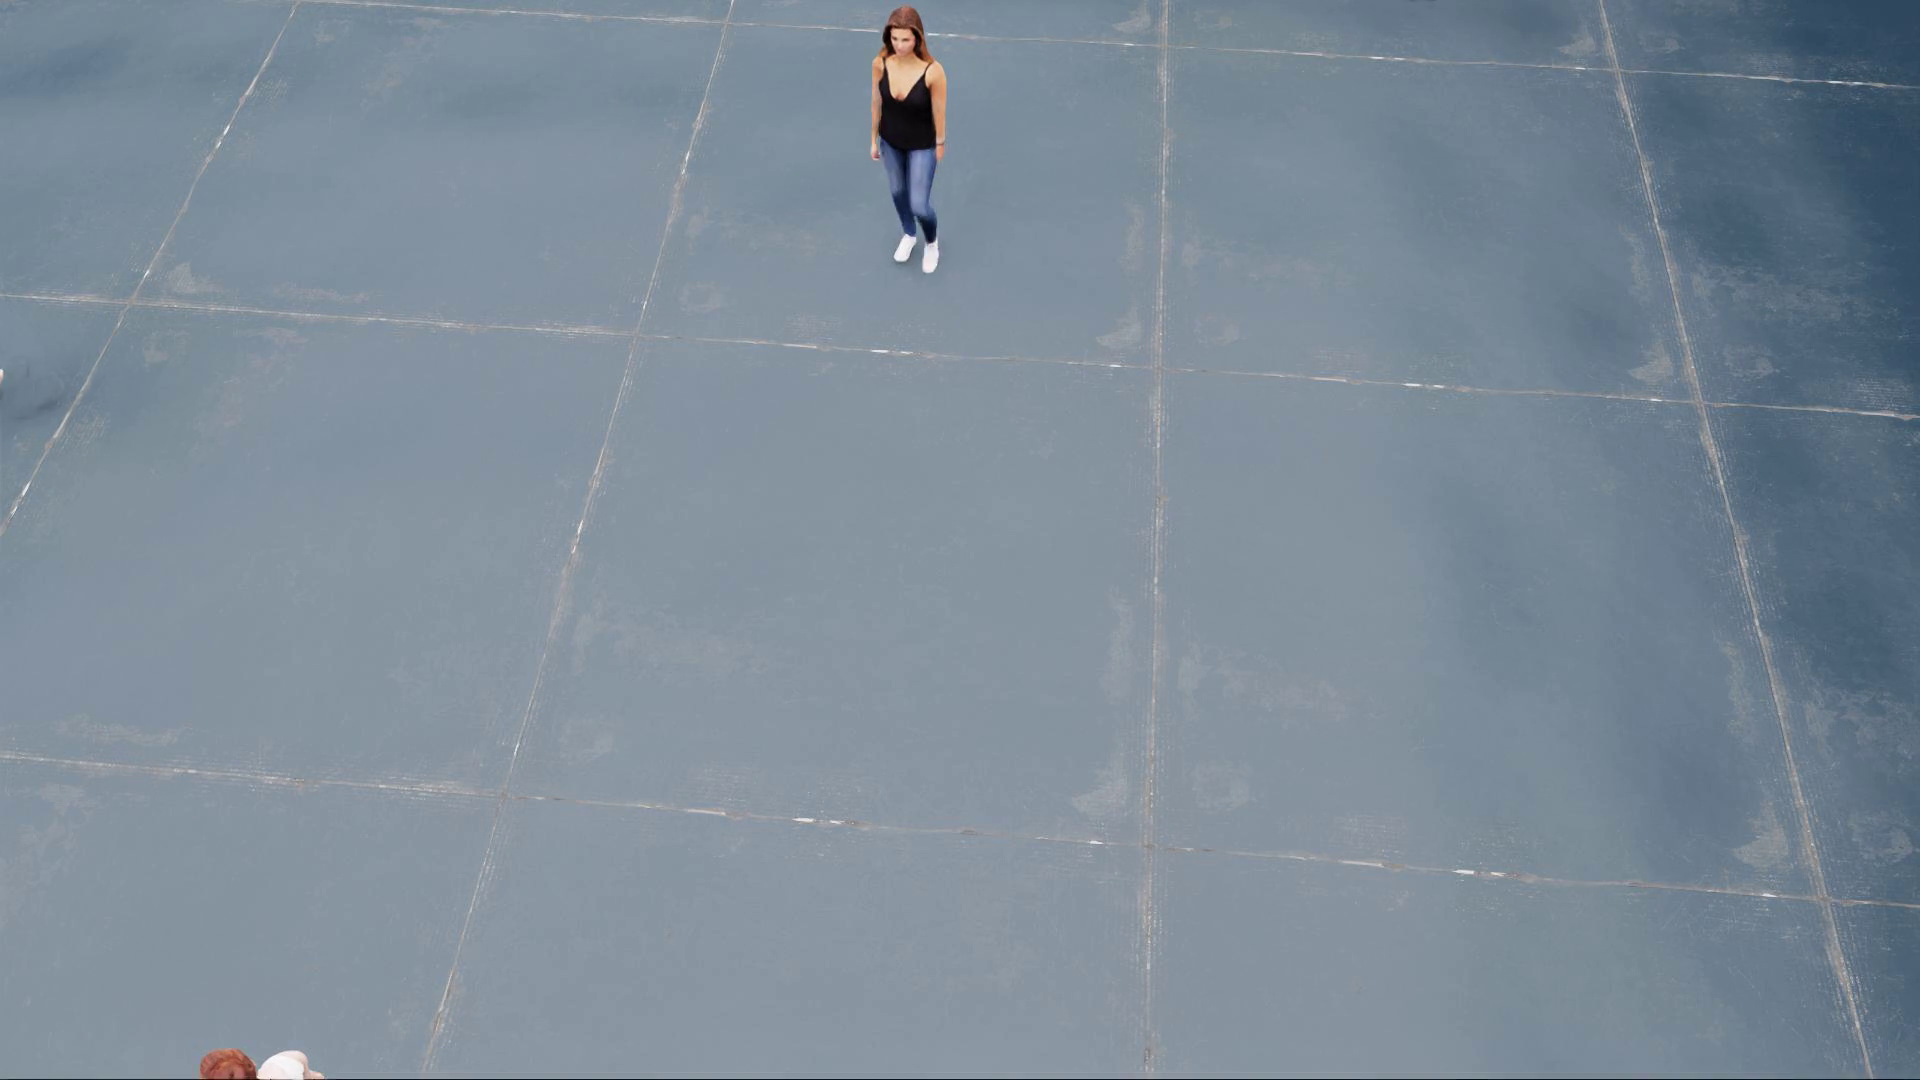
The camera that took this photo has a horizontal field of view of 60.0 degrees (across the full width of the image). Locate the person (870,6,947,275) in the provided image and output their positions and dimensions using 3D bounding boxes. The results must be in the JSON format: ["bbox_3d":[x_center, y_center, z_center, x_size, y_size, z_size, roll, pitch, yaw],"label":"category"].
[{"bbox_3d":[-0.259,-2.292,9.326,0.628,1.712,0.717,19,55,14],"label":"person"}]
